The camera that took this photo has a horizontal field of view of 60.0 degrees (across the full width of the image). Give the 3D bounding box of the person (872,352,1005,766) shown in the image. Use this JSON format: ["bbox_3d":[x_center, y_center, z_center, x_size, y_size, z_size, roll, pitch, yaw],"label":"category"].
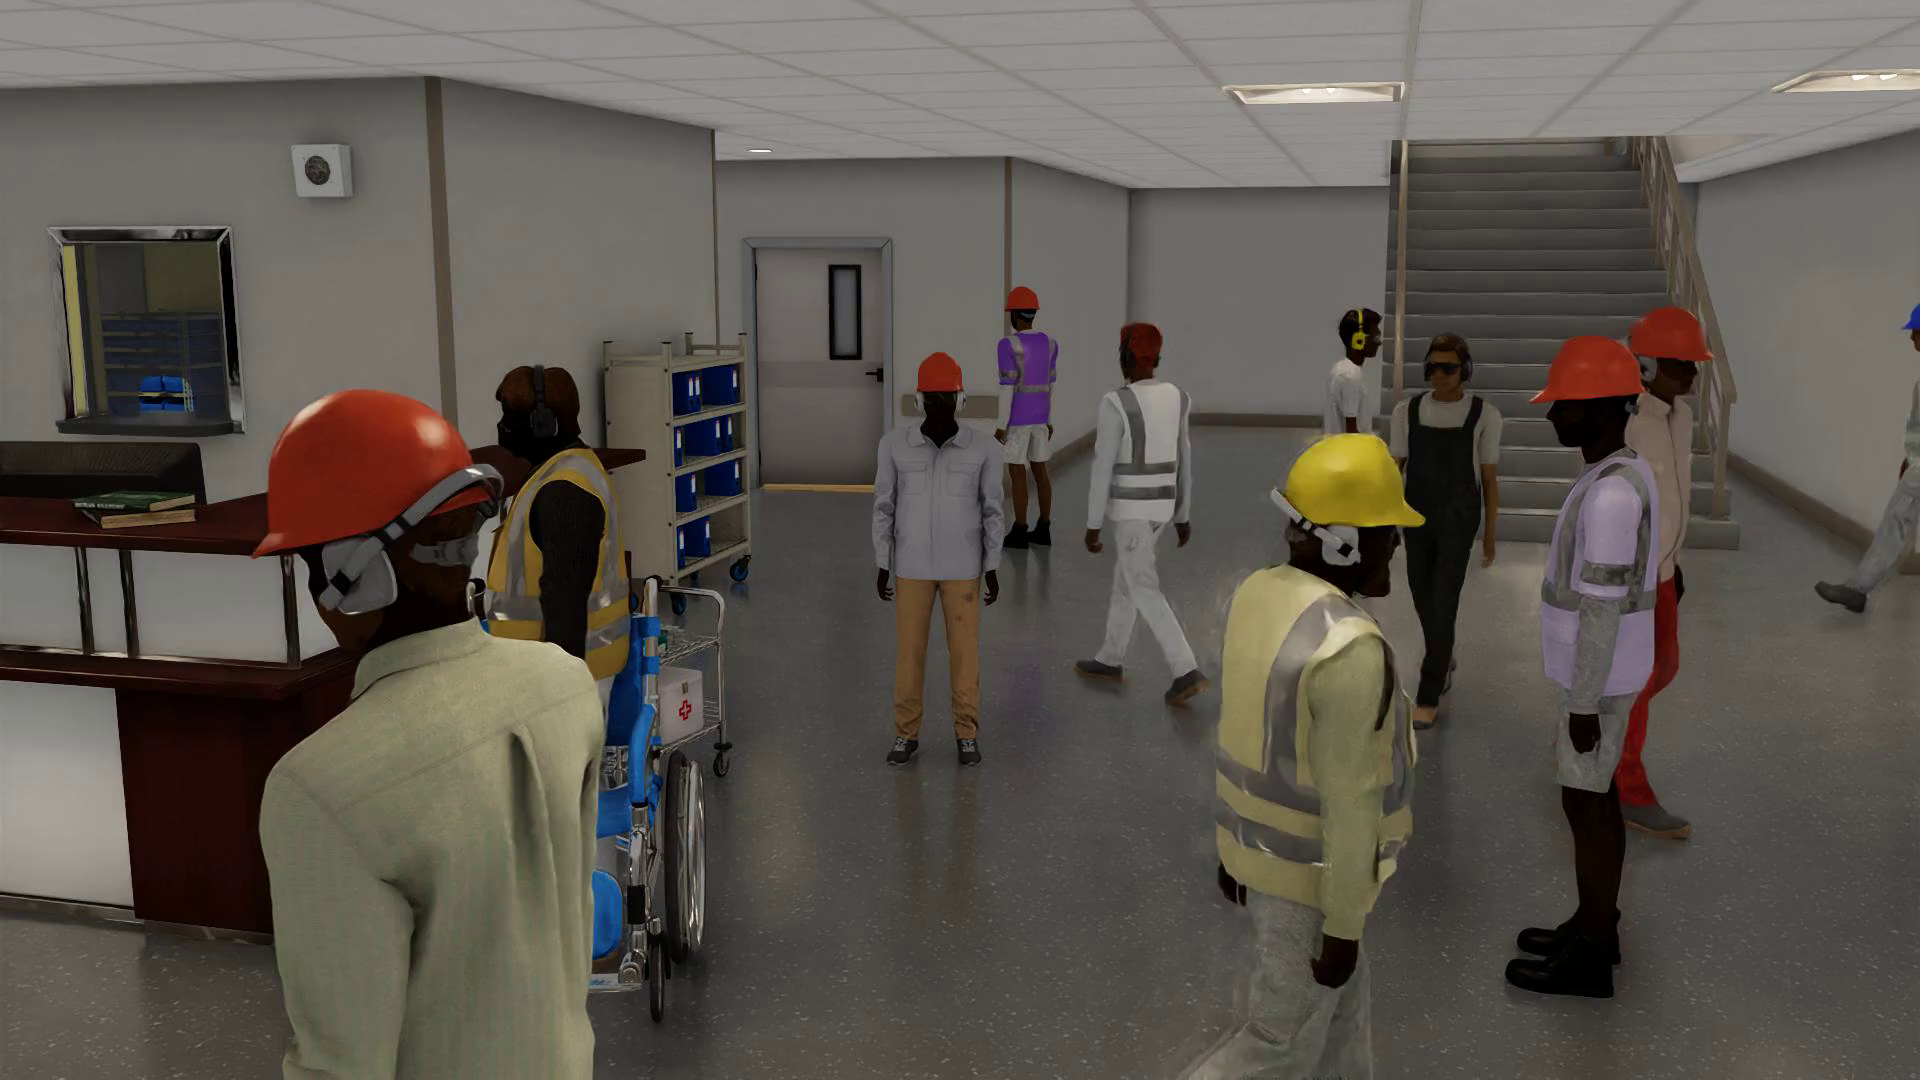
[{"bbox_3d":[-0.094,0.085,7.039,0.563,1.756,0.319,1,10,3],"label":"person"}]

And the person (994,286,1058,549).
[{"bbox_3d":[0.465,-0.904,12.340,0.551,1.934,0.373,-8,12,-39],"label":"person"}]

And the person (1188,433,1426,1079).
[{"bbox_3d":[0.664,0.667,3.513,0.848,1.802,0.594,-2,10,-11],"label":"person"}]

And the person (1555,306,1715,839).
[{"bbox_3d":[2.567,0.107,6.277,0.662,1.976,0.579,-9,13,-42],"label":"person"}]

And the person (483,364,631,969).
[{"bbox_3d":[-1.220,0.385,5.066,0.430,1.838,0.625,-3,10,-15],"label":"person"}]

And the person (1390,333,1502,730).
[{"bbox_3d":[2.272,-0.081,7.870,0.528,1.810,0.932,6,11,30],"label":"person"}]

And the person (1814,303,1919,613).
[{"bbox_3d":[5.704,-0.476,9.927,0.963,1.901,0.634,9,13,42],"label":"person"}]

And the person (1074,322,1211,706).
[{"bbox_3d":[0.913,-0.136,8.101,0.586,1.848,0.955,-8,13,-40],"label":"person"}]

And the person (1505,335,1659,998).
[{"bbox_3d":[1.822,0.373,4.861,0.377,1.931,0.545,4,11,24],"label":"person"}]

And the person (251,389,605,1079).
[{"bbox_3d":[-0.683,0.796,2.186,0.390,1.986,0.609,3,10,16],"label":"person"}]

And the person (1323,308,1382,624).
[{"bbox_3d":[2.213,-0.382,9.543,0.489,1.874,0.597,1,10,3],"label":"person"}]
